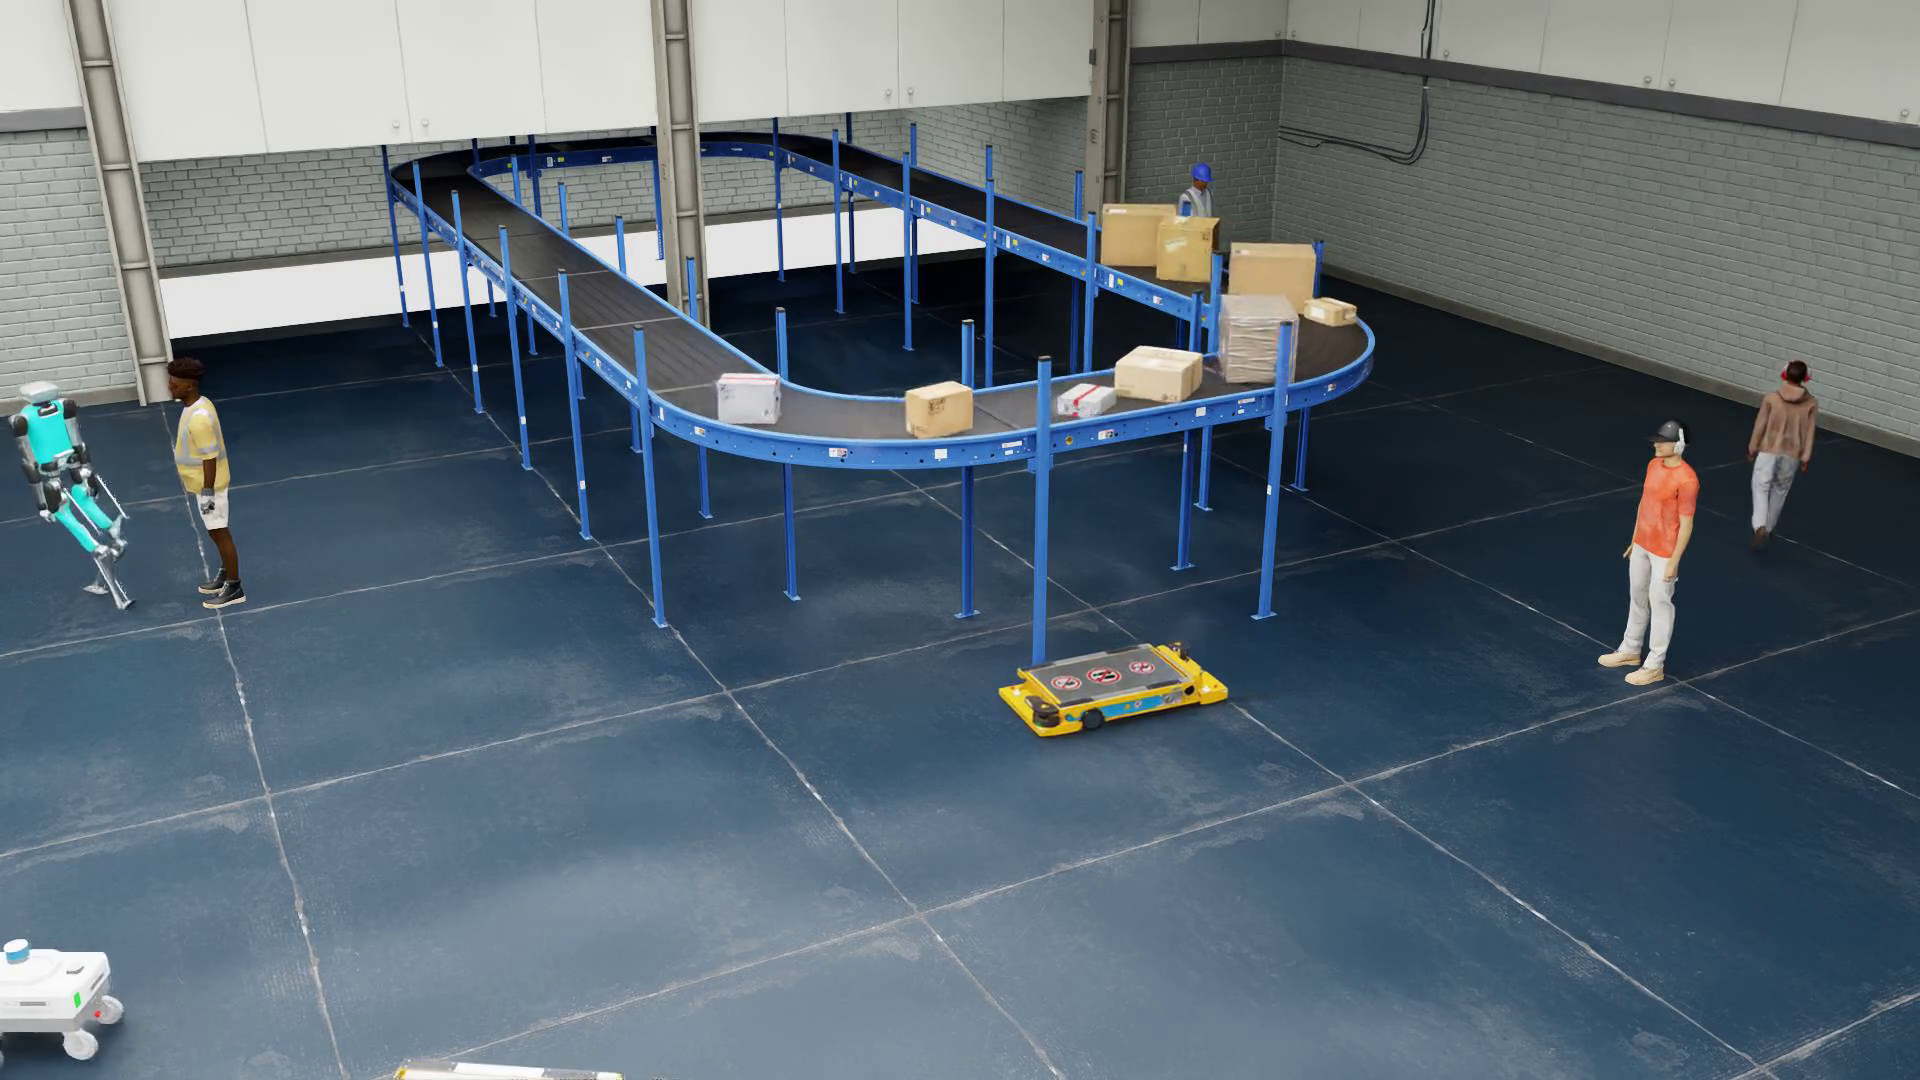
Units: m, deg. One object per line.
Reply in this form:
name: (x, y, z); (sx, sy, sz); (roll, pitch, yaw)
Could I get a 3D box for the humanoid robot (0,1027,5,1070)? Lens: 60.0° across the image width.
humanoid robot: (-4.288, 2.069, 6.840); (0.908, 1.762, 0.535); (20, 29, 40)

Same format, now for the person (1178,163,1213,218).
person: (2.991, -3.800, 21.060); (0.415, 1.933, 0.613); (21, 30, 41)

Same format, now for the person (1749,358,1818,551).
person: (6.806, -0.703, 13.802); (0.469, 1.627, 0.716); (7, 23, 16)

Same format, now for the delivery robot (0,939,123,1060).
delivery robot: (-4.515, 2.200, 8.035); (0.764, 0.578, 0.499); (0, 22, 0)

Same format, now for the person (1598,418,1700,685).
person: (4.792, 0.074, 11.506); (0.392, 1.911, 0.481); (-6, 23, -14)

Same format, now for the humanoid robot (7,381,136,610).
humanoid robot: (-6.671, -0.269, 12.719); (0.794, 1.885, 0.551); (10, 24, 22)

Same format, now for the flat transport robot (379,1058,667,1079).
flat transport robot: (-2.023, 2.636, 7.360); (1.431, 0.231, 0.659); (2, 22, 5)

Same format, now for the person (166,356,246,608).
person: (-5.778, -0.450, 12.726); (0.363, 1.965, 0.609); (-11, 24, -25)

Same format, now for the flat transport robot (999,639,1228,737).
flat transport robot: (1.050, 1.008, 11.384); (1.431, 0.231, 0.659); (-9, 24, -21)
